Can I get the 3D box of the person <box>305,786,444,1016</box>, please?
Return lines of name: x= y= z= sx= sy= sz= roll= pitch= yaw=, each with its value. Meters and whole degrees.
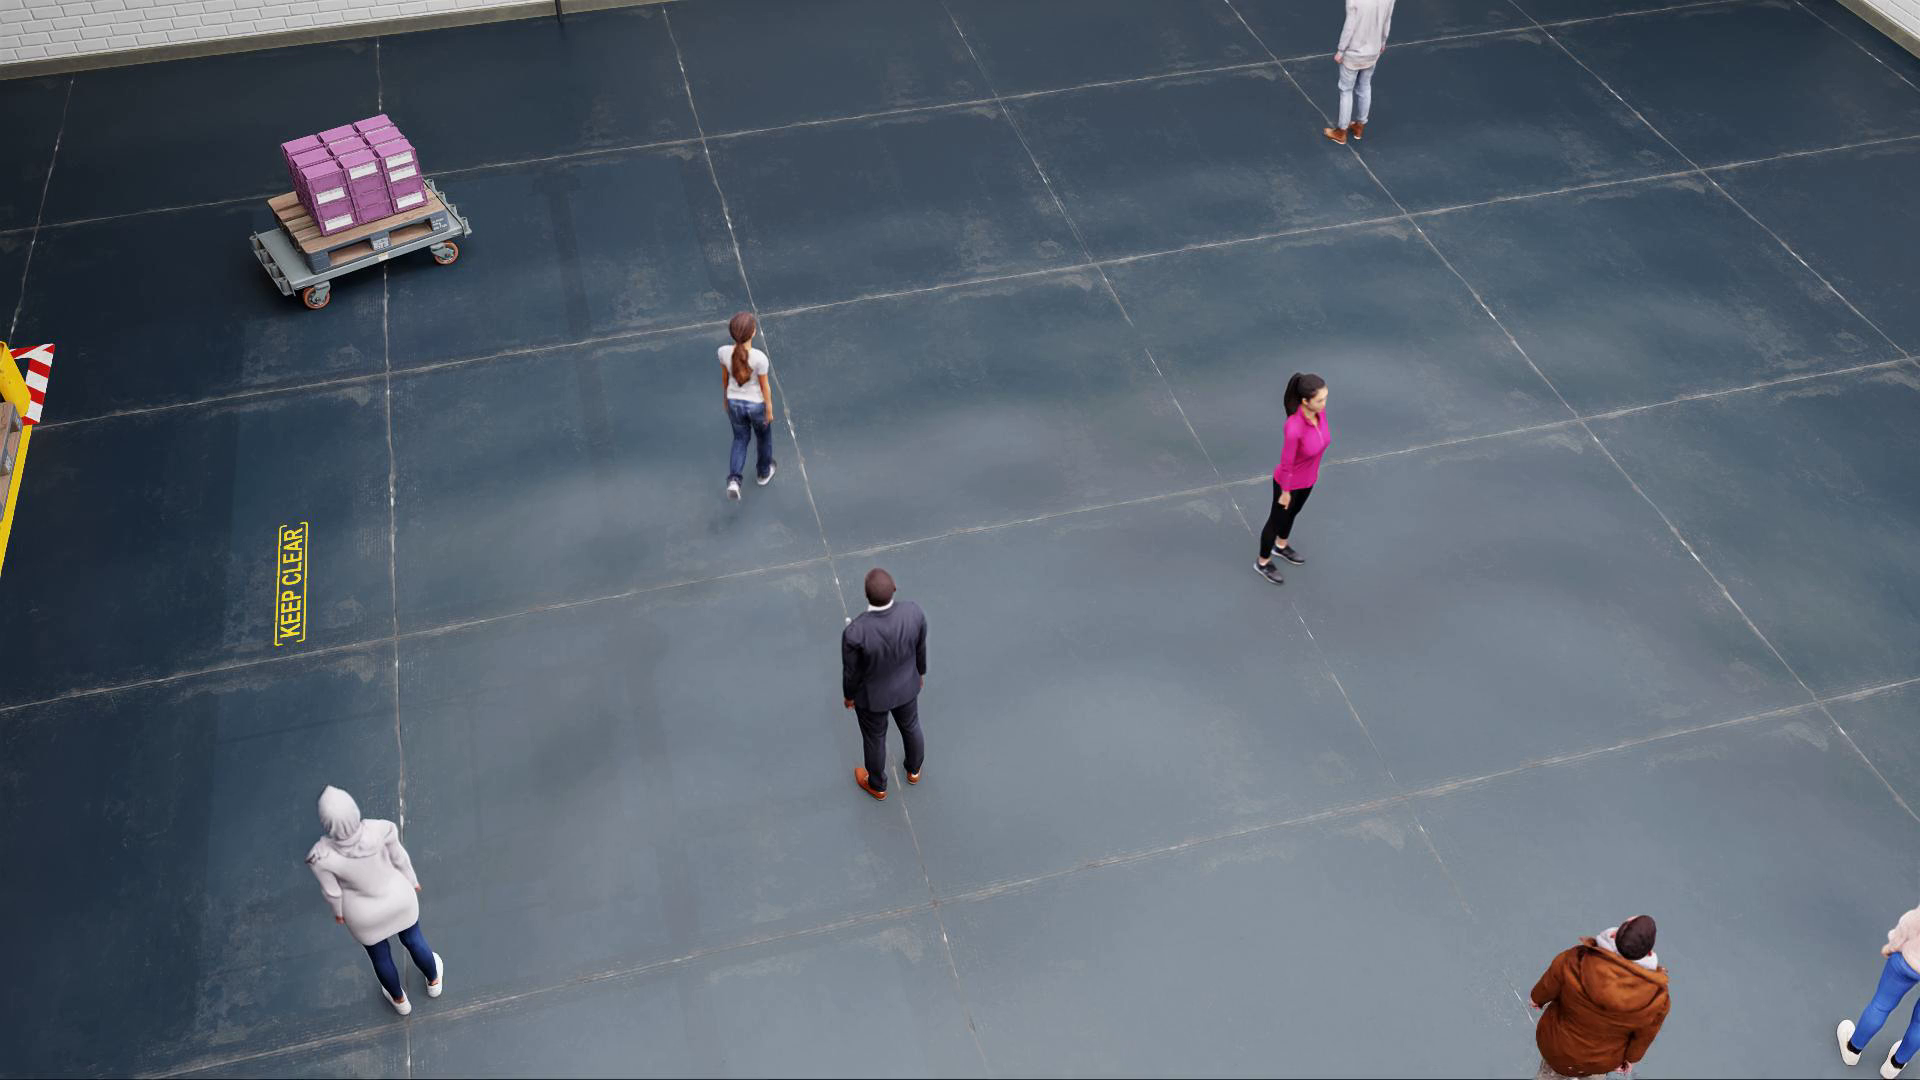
person: x=-3.043 y=1.889 z=8.685 sx=0.664 sy=1.777 sz=0.615 roll=-22 pitch=48 yaw=-21

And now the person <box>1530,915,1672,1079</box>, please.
person: x=3.017 y=2.465 z=8.051 sx=0.927 sy=1.817 sz=0.992 roll=14 pitch=45 yaw=15

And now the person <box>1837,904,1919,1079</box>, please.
person: x=4.918 y=2.156 z=8.411 sx=0.725 sy=1.768 sz=0.770 roll=19 pitch=47 yaw=19

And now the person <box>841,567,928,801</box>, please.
person: x=-0.431 y=0.853 z=9.739 sx=0.721 sy=1.824 sz=0.658 roll=-17 pitch=46 yaw=-17

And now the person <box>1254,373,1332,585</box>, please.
person: x=2.242 y=-0.432 z=11.178 sx=0.717 sy=1.698 sz=0.676 roll=29 pitch=51 yaw=27

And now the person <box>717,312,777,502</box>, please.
person: x=-1.531 y=-0.923 z=11.807 sx=0.806 sy=1.542 sz=0.960 roll=11 pitch=45 yaw=12

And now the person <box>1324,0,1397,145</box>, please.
person: x=3.719 y=-4.550 z=15.398 sx=0.712 sy=1.840 sz=0.602 roll=-16 pitch=46 yaw=-16
